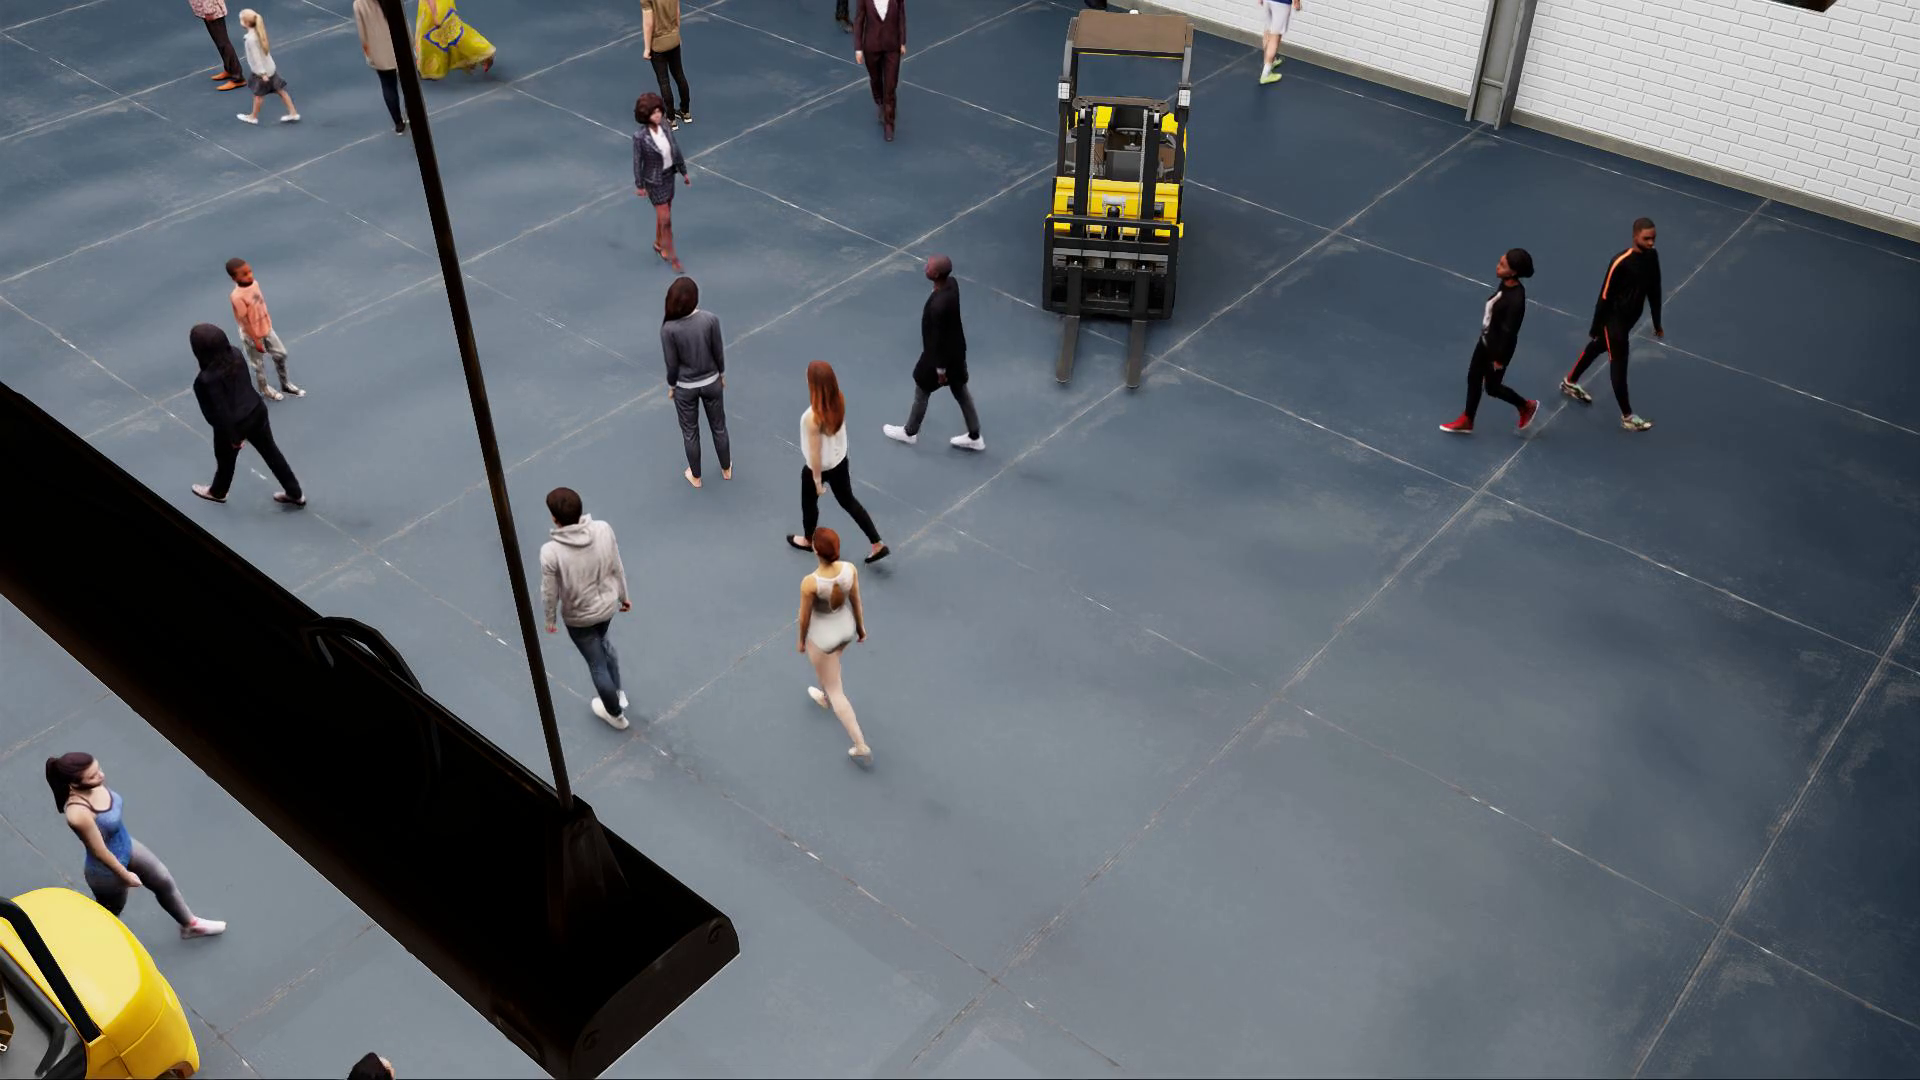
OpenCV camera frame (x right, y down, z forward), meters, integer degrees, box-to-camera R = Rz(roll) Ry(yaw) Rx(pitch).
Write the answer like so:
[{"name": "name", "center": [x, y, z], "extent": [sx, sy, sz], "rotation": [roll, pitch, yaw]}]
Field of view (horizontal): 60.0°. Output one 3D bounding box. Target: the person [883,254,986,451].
[{"name": "person", "center": [-0.025, -1.394, 12.806], "extent": [1.132, 1.727, 0.874], "rotation": [15, 41, 18]}]

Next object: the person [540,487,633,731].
[{"name": "person", "center": [-2.251, 0.482, 10.365], "extent": [0.649, 1.842, 0.711], "rotation": [31, 48, 33]}]

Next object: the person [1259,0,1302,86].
[{"name": "person", "center": [3.501, -6.000, 18.481], "extent": [0.797, 1.842, 0.777], "rotation": [-26, 45, -29]}]

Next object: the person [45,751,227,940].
[{"name": "person", "center": [-4.656, 1.758, 8.984], "extent": [1.044, 1.571, 1.011], "rotation": [-6, 39, -7]}]

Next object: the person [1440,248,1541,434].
[{"name": "person", "center": [4.271, -1.509, 13.006], "extent": [1.052, 1.658, 0.970], "rotation": [-1, 39, -1]}]

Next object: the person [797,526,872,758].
[{"name": "person", "center": [-0.755, 0.650, 10.338], "extent": [0.712, 1.613, 1.076], "rotation": [-27, 46, -30]}]

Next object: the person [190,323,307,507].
[{"name": "person", "center": [-5.234, -0.869, 12.278], "extent": [1.183, 1.567, 1.019], "rotation": [5, 39, 6]}]

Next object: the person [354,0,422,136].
[{"name": "person", "center": [-5.957, -5.108, 17.332], "extent": [0.852, 1.881, 0.898], "rotation": [-8, 39, -9]}]

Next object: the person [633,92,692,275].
[{"name": "person", "center": [-2.805, -3.300, 15.228], "extent": [0.753, 1.683, 0.637], "rotation": [25, 45, 28]}]

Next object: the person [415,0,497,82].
[{"name": "person", "center": [-5.730, -5.878, 18.503], "extent": [1.263, 1.623, 1.126], "rotation": [3, 39, 4]}]

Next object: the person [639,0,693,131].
[{"name": "person", "center": [-3.125, -5.263, 17.553], "extent": [0.555, 1.849, 0.669], "rotation": [26, 45, 28]}]

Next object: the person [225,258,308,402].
[{"name": "person", "center": [-5.789, -1.714, 13.551], "extent": [0.683, 1.297, 0.574], "rotation": [16, 41, 19]}]

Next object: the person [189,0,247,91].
[{"name": "person", "center": [-8.299, -5.924, 18.419], "extent": [0.822, 1.802, 0.664], "rotation": [-19, 42, -22]}]

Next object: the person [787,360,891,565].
[{"name": "person", "center": [-0.862, -0.516, 11.733], "extent": [1.082, 1.694, 0.630], "rotation": [24, 44, 27]}]

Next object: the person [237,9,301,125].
[{"name": "person", "center": [-7.363, -5.025, 17.738], "extent": [0.910, 1.246, 0.833], "rotation": [-2, 39, -2]}]

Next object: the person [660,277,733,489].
[{"name": "person", "center": [-1.974, -1.183, 12.510], "extent": [0.687, 1.767, 0.684], "rotation": [-14, 41, -17]}]

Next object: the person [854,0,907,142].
[{"name": "person", "center": [-0.836, -5.202, 17.502], "extent": [1.239, 1.817, 1.277], "rotation": [-2, 39, -3]}]

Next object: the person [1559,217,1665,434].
[{"name": "person", "center": [5.184, -1.798, 13.285], "extent": [0.849, 1.762, 1.240], "rotation": [-25, 45, -27]}]
